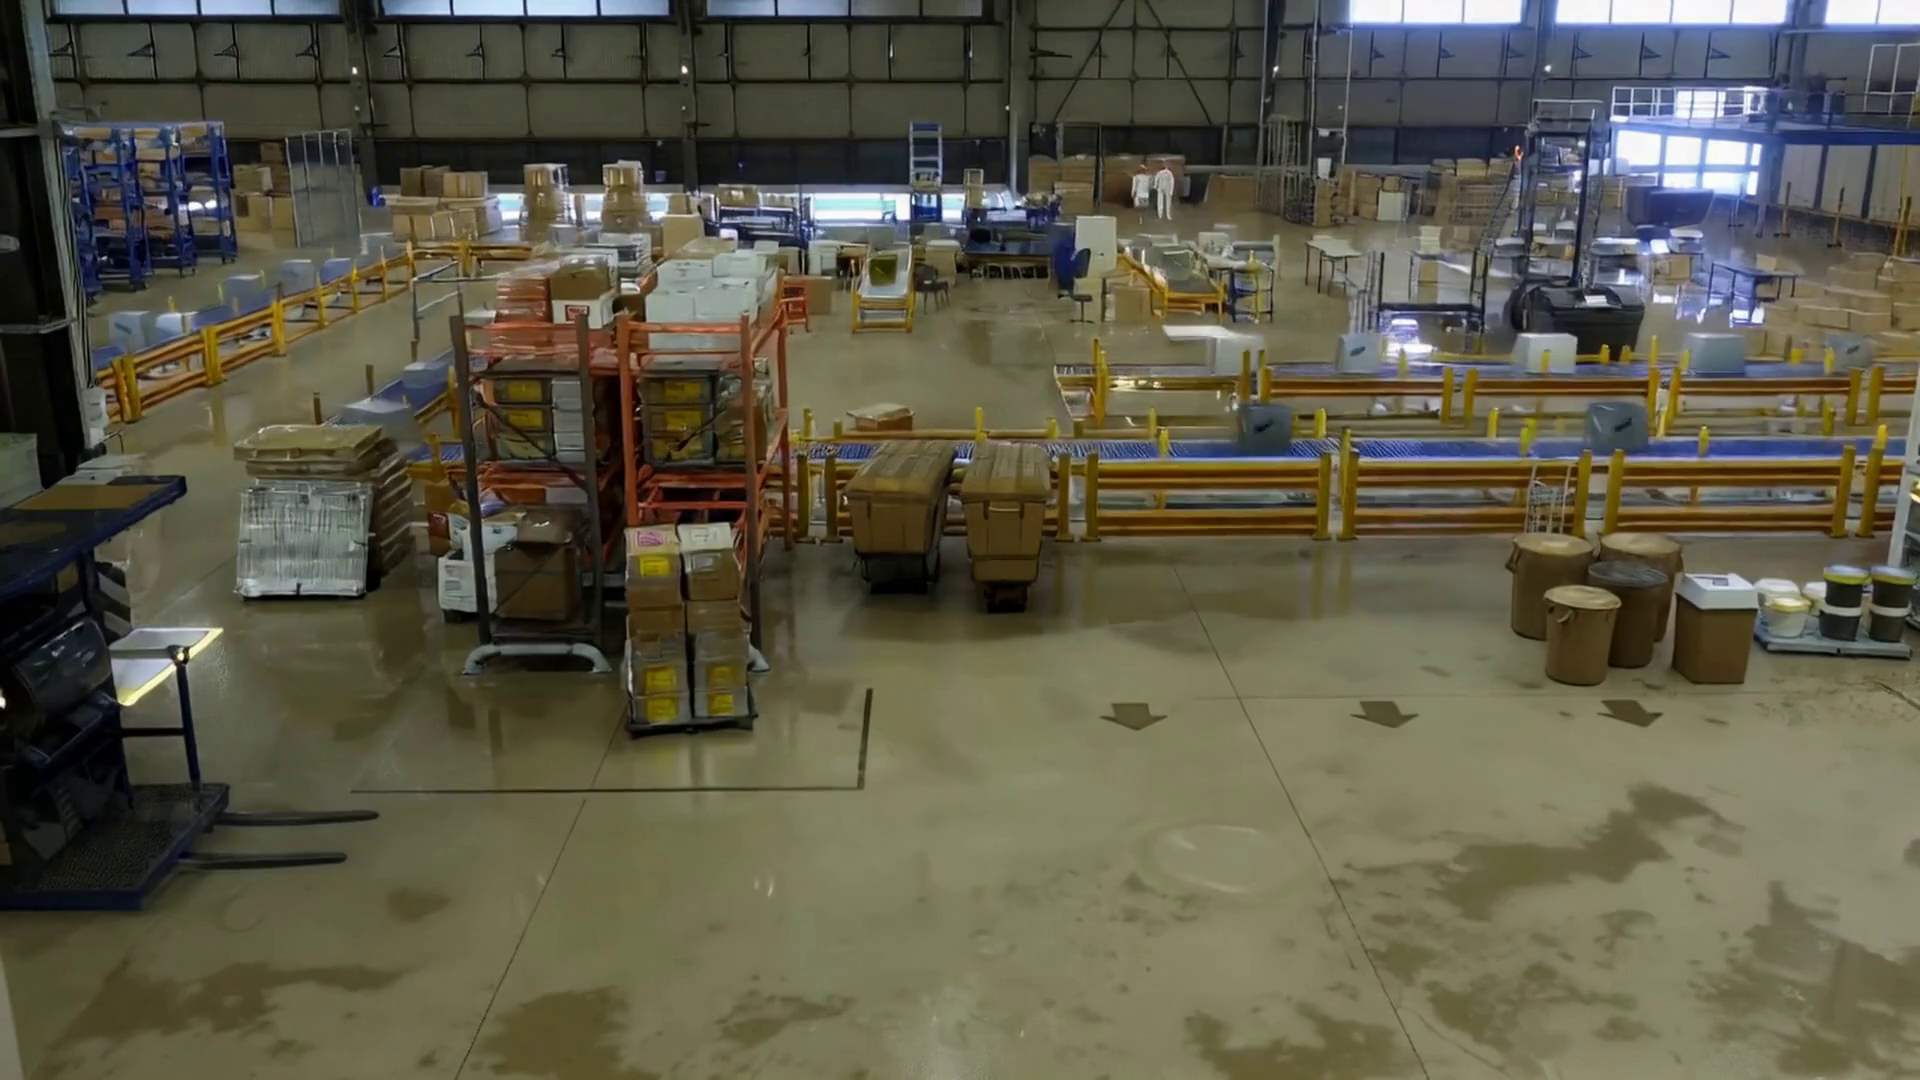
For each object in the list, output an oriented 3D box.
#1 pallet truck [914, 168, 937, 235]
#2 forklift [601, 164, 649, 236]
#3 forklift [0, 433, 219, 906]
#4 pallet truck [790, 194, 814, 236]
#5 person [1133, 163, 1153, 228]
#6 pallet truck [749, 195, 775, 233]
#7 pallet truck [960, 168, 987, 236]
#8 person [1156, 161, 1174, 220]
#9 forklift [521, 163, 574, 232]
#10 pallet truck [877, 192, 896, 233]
[{"bbox_3d":[-0.989,-10.316,50.507,0.823,1.965,1.885,1,16,3],"label":"pallet truck"},{"bbox_3d":[-9.948,-10.127,49.296,1.157,1.987,2.680,-1,16,-3],"label":"forklift"},{"bbox_3d":[-5.952,0.780,10.366,1.873,2.768,1.129,0,16,-1],"label":"forklift"},{"bbox_3d":[-4.814,-9.883,50.259,0.704,1.261,1.522,-1,16,-3],"label":"pallet truck"},{"bbox_3d":[5.728,-10.774,52.061,0.619,2.020,0.759,-2,16,-7],"label":"person"},{"bbox_3d":[-6.051,-9.967,50.660,0.680,1.201,1.601,0,16,-1],"label":"pallet truck"},{"bbox_3d":[0.383,-10.230,50.206,0.823,1.965,1.885,-1,16,-3],"label":"pallet truck"},{"bbox_3d":[6.773,-11.489,54.745,0.652,1.906,0.409,13,21,38],"label":"person"},{"bbox_3d":[-12.233,-10.122,49.298,1.157,1.987,2.680,0,16,-1],"label":"forklift"},{"bbox_3d":[-2.277,-9.986,50.594,0.653,1.274,1.630,0,16,-1],"label":"pallet truck"}]
